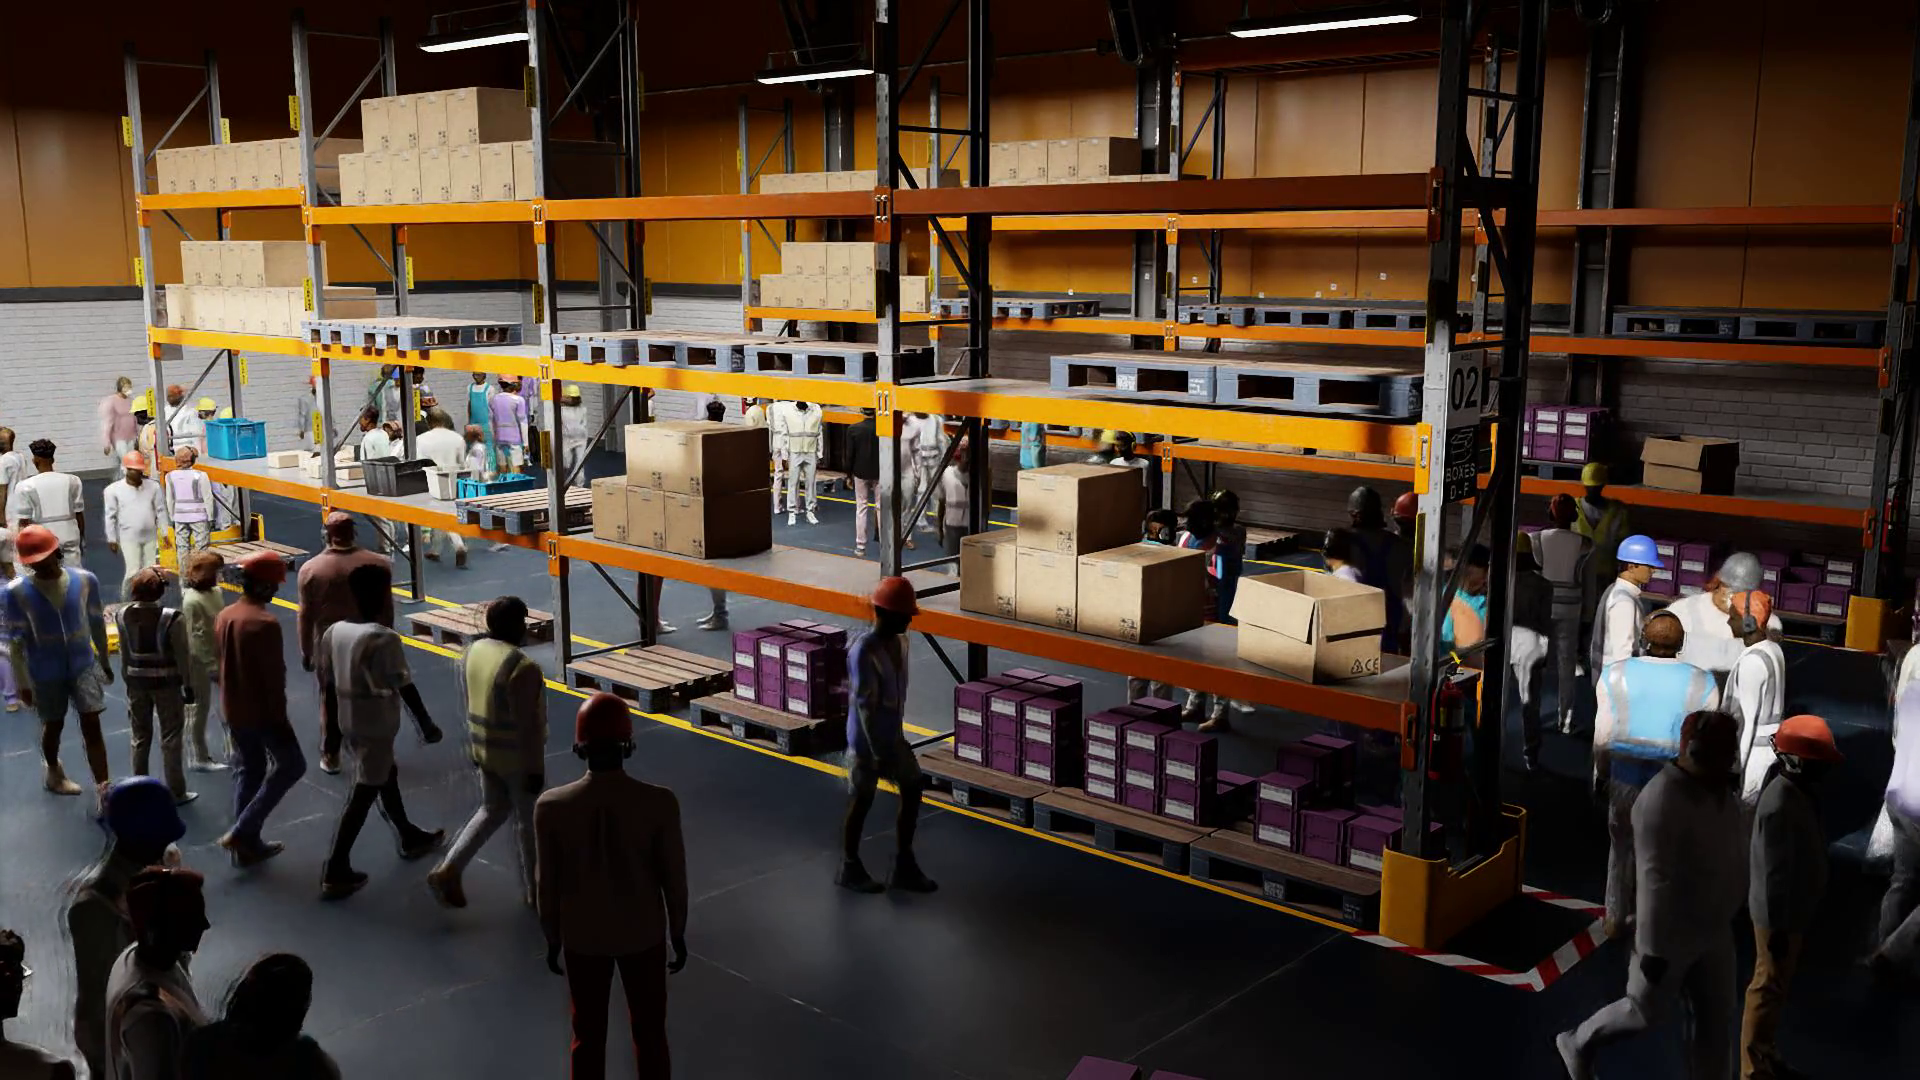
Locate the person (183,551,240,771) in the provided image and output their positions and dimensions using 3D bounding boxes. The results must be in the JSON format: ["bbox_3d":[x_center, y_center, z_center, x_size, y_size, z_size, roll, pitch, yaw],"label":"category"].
[{"bbox_3d":[-5.310,0.878,11.932,0.567,1.612,0.509,1,10,5],"label":"person"}]

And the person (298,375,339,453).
[{"bbox_3d":[-10.306,-1.797,26.717,0.514,1.726,0.576,6,12,31],"label":"person"}]

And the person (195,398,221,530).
[{"bbox_3d":[-9.991,-1.012,22.191,0.308,1.769,0.525,-4,11,-21],"label":"person"}]

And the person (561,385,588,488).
[{"bbox_3d":[-5.843,-1.487,25.007,0.487,1.720,0.599,-7,12,-34],"label":"person"}]

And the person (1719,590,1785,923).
[{"bbox_3d":[4.426,1.203,9.359,0.359,1.879,0.585,7,12,35],"label":"person"}]

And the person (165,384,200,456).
[{"bbox_3d":[-11.017,-1.293,23.571,0.574,1.851,0.911,4,11,19],"label":"person"}]

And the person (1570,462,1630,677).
[{"bbox_3d":[5.552,0.250,14.616,0.628,1.916,0.535,3,11,19],"label":"person"}]

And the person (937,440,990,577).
[{"bbox_3d":[0.024,-0.127,17.036,0.579,1.820,0.453,-2,10,-13],"label":"person"}]

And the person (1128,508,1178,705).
[{"bbox_3d":[1.477,0.675,12.439,0.429,1.842,0.633,-7,12,-33],"label":"person"}]

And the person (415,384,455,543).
[{"bbox_3d":[-6.842,-1.001,21.349,0.538,2.000,0.686,7,12,34],"label":"person"}]

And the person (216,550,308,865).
[{"bbox_3d":[-4.250,1.033,10.119,0.663,1.948,0.472,7,12,36],"label":"person"}]

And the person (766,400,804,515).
[{"bbox_3d":[-2.435,-1.310,23.451,0.590,1.918,0.397,2,10,13],"label":"person"}]

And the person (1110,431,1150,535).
[{"bbox_3d":[1.773,-0.239,17.583,0.521,1.856,0.351,7,12,36],"label":"person"}]

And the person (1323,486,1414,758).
[{"bbox_3d":[2.980,0.595,12.328,0.687,2.000,0.536,-1,10,-8],"label":"person"}]

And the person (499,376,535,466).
[{"bbox_3d":[-7.588,-2.213,28.522,0.587,1.927,0.363,-4,11,-21],"label":"person"}]

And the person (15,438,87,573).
[{"bbox_3d":[-8.674,0.006,15.906,0.598,1.958,0.373,-10,14,-43],"label":"person"}]

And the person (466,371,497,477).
[{"bbox_3d":[-7.839,-1.942,27.266,0.501,1.839,0.341,3,10,15],"label":"person"}]

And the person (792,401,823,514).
[{"bbox_3d":[-2.231,-1.304,23.505,0.584,1.882,0.337,0,10,1],"label":"person"}]

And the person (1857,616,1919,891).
[{"bbox_3d":[5.643,1.214,9.534,0.792,1.795,0.610,4,11,21],"label":"person"}]

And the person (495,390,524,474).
[{"bbox_3d":[-6.431,-1.281,23.794,0.573,1.737,0.354,6,12,30],"label":"person"}]

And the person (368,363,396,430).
[{"bbox_3d":[-9.076,-1.850,26.505,0.639,1.927,0.383,0,10,-2],"label":"person"}]

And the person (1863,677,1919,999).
[{"bbox_3d":[4.845,1.374,8.275,0.428,1.922,0.643,0,10,3],"label":"person"}]

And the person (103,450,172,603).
[{"bbox_3d":[-8.299,-0.048,16.816,0.365,1.733,0.568,8,13,37],"label":"person"}]

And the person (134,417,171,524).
[{"bbox_3d":[-10.169,-0.792,21.160,0.440,1.687,0.543,3,10,15],"label":"person"}]

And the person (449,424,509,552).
[{"bbox_3d":[-5.958,-0.632,20.562,0.705,1.614,0.553,-5,11,-26],"label":"person"}]

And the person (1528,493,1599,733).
[{"bbox_3d":[4.645,0.569,12.957,0.567,1.879,0.355,3,11,17],"label":"person"}]

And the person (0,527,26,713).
[{"bbox_3d":[-7.876,0.504,13.434,0.502,1.837,0.350,-3,10,-15],"label":"person"}]

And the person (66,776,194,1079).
[{"bbox_3d":[-2.955,1.766,6.079,0.599,1.905,0.683,0,10,2],"label":"person"}]

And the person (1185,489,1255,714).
[{"bbox_3d":[2.118,0.459,13.729,0.523,1.828,0.911,-5,11,-24],"label":"person"}]

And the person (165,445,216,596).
[{"bbox_3d":[-8.293,-0.200,17.953,0.514,1.642,0.310,1,10,6],"label":"person"}]

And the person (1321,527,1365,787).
[{"bbox_3d":[2.674,0.826,11.668,0.452,1.812,0.632,5,11,25],"label":"person"}]

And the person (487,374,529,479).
[{"bbox_3d":[-6.403,-1.416,23.694,0.610,2.043,0.375,3,11,18],"label":"person"}]
